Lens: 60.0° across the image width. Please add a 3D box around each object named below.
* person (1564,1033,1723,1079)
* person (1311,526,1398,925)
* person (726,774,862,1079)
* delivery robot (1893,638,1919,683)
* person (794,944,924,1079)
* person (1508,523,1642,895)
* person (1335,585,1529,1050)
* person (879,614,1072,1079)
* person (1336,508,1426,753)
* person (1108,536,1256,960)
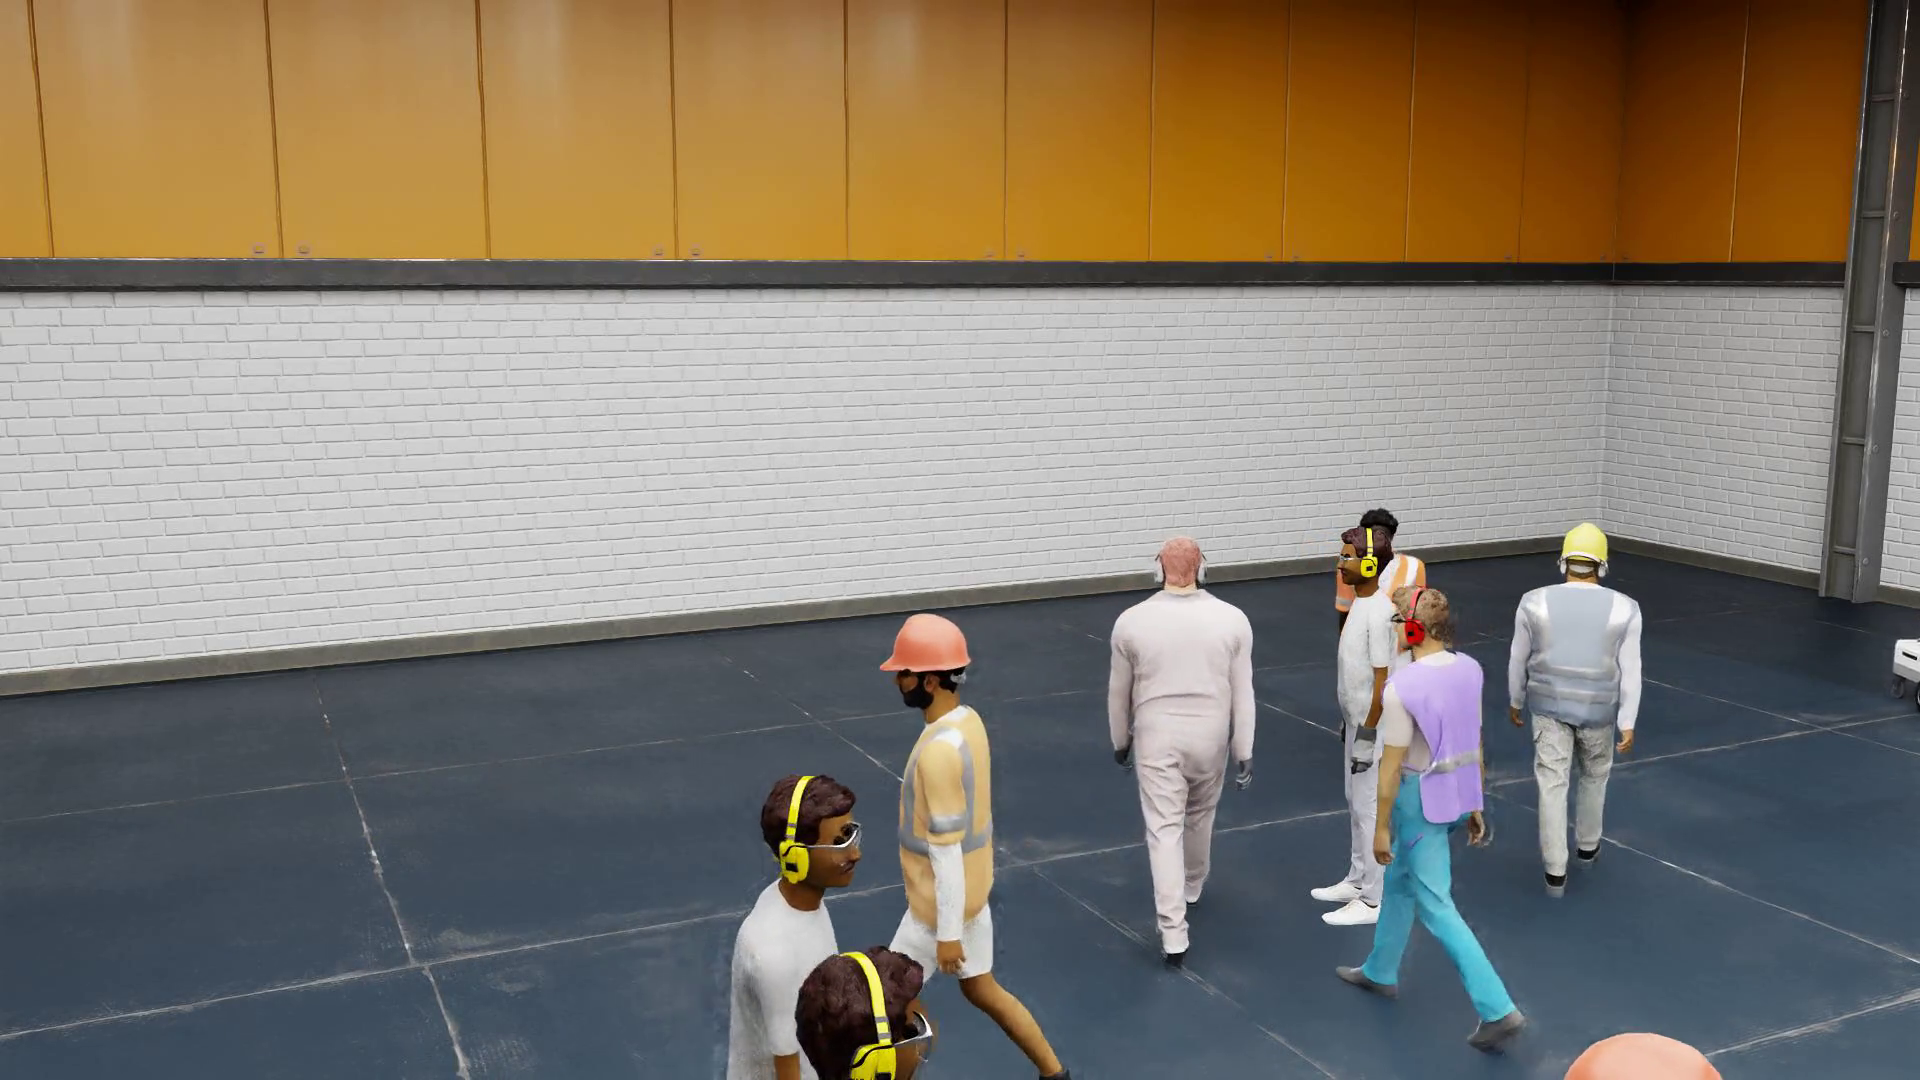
[{"bbox_3d":[1.049,1.678,2.517,0.649,1.919,0.570,9,13,43],"label":"person"},{"bbox_3d":[1.858,0.865,7.763,0.328,1.862,0.513,1,9,4],"label":"person"},{"bbox_3d":[-0.401,1.464,4.079,0.436,1.858,0.502,2,9,11],"label":"person"},{"bbox_3d":[6.818,0.861,11.535,0.477,0.478,0.707,0,9,0],"label":"delivery robot"},{"bbox_3d":[-0.188,1.629,3.012,0.345,1.864,0.538,-4,10,-25],"label":"person"},{"bbox_3d":[3.060,0.804,8.306,0.617,1.796,0.824,4,10,21],"label":"person"},{"bbox_3d":[1.909,1.079,6.637,0.571,1.806,0.925,-8,12,-41],"label":"person"},{"bbox_3d":[0.016,1.184,5.670,0.947,1.907,0.562,2,9,13],"label":"person"},{"bbox_3d":[2.491,0.614,9.931,0.533,1.677,0.623,1,9,4],"label":"person"},{"bbox_3d":[1.003,0.905,7.582,0.651,1.845,1.039,0,9,3],"label":"person"}]
